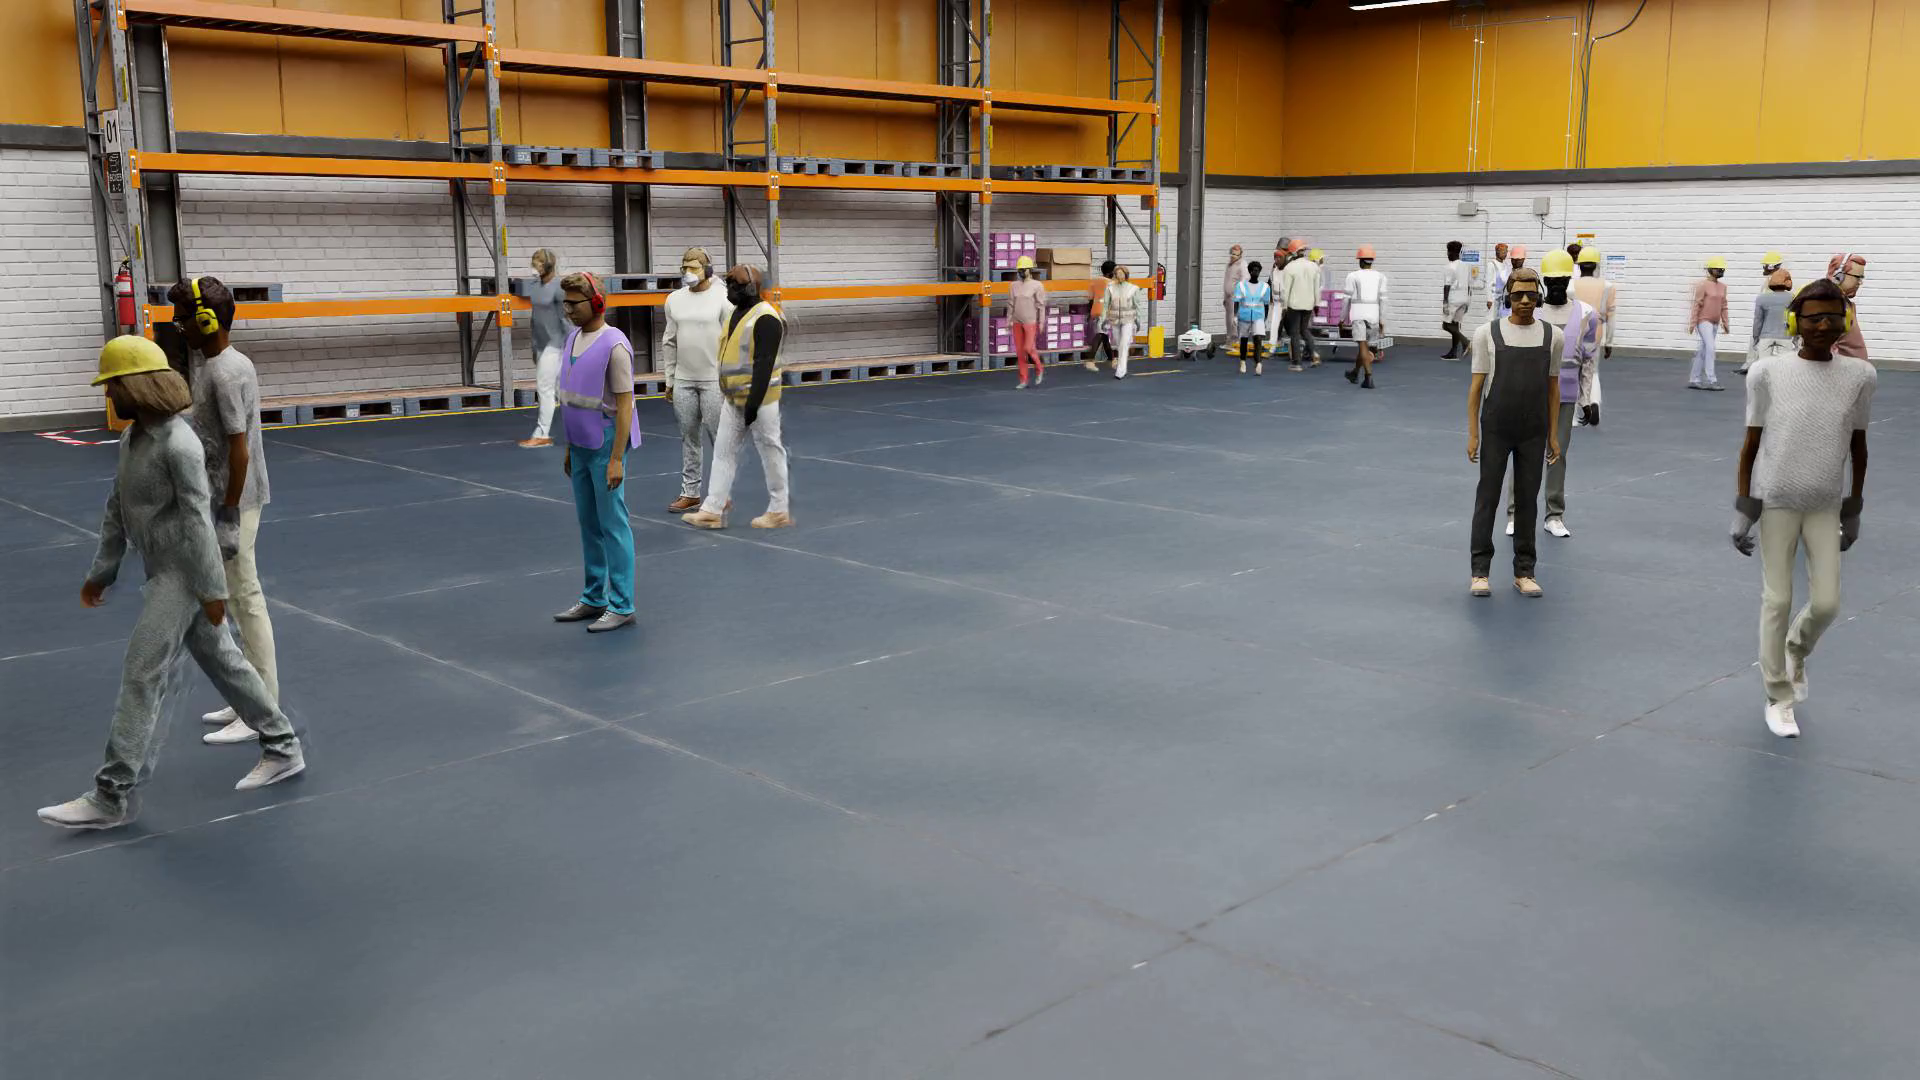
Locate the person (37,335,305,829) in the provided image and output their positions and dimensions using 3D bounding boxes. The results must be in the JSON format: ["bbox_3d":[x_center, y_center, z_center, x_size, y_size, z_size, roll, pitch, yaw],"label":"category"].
[{"bbox_3d":[-2.777,0.126,5.837,0.928,1.681,0.475,-9,13,-39],"label":"person"}]

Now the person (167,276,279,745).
[{"bbox_3d":[-2.936,-0.115,6.660,0.328,1.865,0.521,-4,11,-22],"label":"person"}]

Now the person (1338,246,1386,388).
[{"bbox_3d":[5.408,-2.999,22.342,0.553,1.883,1.038,-2,11,-12],"label":"person"}]

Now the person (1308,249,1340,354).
[{"bbox_3d":[6.116,-3.993,28.005,0.787,1.796,0.632,7,13,35],"label":"person"}]

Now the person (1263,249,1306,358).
[{"bbox_3d":[5.461,-3.926,27.637,0.601,1.811,1.121,9,14,41],"label":"person"}]

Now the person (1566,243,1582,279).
[{"bbox_3d":[9.314,-3.523,25.141,0.609,1.900,0.549,-8,13,-37],"label":"person"}]

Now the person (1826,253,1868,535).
[{"bbox_3d":[5.931,-0.988,11.321,0.406,1.901,0.639,5,12,27],"label":"person"}]

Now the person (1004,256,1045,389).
[{"bbox_3d":[0.857,-2.859,21.923,0.530,1.755,0.401,8,13,36],"label":"person"}]

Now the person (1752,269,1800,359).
[{"bbox_3d":[9.387,-2.289,19.139,0.502,1.631,0.286,6,12,31],"label":"person"}]

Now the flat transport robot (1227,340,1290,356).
[{"bbox_3d":[5.155,-3.231,27.992,0.652,0.197,1.431,9,14,41],"label":"flat transport robot"}]

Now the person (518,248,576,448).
[{"bbox_3d":[-3.862,-1.855,16.054,0.908,1.910,0.639,-9,14,-40],"label":"person"}]

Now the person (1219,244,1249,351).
[{"bbox_3d":[4.752,-4.206,28.980,0.403,1.867,0.840,-2,11,-12],"label":"person"}]

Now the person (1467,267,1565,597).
[{"bbox_3d":[3.105,-0.595,9.323,0.511,1.845,0.341,1,10,3],"label":"person"}]

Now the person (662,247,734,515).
[{"bbox_3d":[-1.879,-1.146,12.075,0.635,1.937,0.359,4,11,23],"label":"person"}]

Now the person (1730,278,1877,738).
[{"bbox_3d":[3.422,-0.140,6.818,0.518,1.856,0.498,3,11,14],"label":"person"}]

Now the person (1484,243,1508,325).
[{"bbox_3d":[9.223,-4.146,28.582,0.584,1.882,0.337,-10,14,-43],"label":"person"}]

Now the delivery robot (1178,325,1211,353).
[{"bbox_3d":[3.814,-3.245,27.036,0.477,0.478,0.707,6,12,28],"label":"delivery robot"}]

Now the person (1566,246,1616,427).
[{"bbox_3d":[6.546,-2.109,17.421,0.588,1.910,0.614,1,10,7],"label":"person"}]

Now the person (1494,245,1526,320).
[{"bbox_3d":[7.737,-3.162,23.198,0.556,1.905,0.943,3,11,16],"label":"person"}]

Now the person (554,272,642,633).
[{"bbox_3d":[-1.858,-0.453,8.566,0.390,1.839,0.564,-9,14,-40],"label":"person"}]

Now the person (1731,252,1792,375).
[{"bbox_3d":[11.683,-3.234,23.864,0.901,1.796,0.604,8,13,36],"label":"person"}]

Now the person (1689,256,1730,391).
[{"bbox_3d":[9.842,-2.807,21.638,0.556,1.737,0.750,-6,12,-29],"label":"person"}]

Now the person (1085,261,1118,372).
[{"bbox_3d":[2.149,-3.343,24.858,0.909,1.635,0.584,-8,13,-37],"label":"person"}]

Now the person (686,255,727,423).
[{"bbox_3d":[-2.773,-2.184,18.001,0.428,1.839,0.636,-10,14,-43],"label":"person"}]

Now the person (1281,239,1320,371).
[{"bbox_3d":[5.084,-3.507,24.871,0.641,1.968,0.468,-4,11,-22],"label":"person"}]

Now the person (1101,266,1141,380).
[{"bbox_3d":[2.279,-3.075,23.547,0.537,1.592,0.878,4,11,22],"label":"person"}]

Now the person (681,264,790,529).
[{"bbox_3d":[-1.532,-0.951,11.324,0.859,1.813,0.640,-7,12,-33],"label":"person"}]

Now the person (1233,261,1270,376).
[{"bbox_3d":[4.232,-3.227,24.203,0.541,1.654,0.882,1,10,6],"label":"person"}]

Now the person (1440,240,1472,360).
[{"bbox_3d":[8.035,-3.844,26.764,0.621,1.941,0.600,-8,13,-37],"label":"person"}]

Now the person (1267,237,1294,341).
[{"bbox_3d":[5.578,-4.220,28.557,0.920,2.000,0.692,-3,11,-16],"label":"person"}]

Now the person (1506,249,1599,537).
[{"bbox_3d":[3.955,-0.973,11.160,0.589,1.927,0.387,1,10,6],"label":"person"}]
